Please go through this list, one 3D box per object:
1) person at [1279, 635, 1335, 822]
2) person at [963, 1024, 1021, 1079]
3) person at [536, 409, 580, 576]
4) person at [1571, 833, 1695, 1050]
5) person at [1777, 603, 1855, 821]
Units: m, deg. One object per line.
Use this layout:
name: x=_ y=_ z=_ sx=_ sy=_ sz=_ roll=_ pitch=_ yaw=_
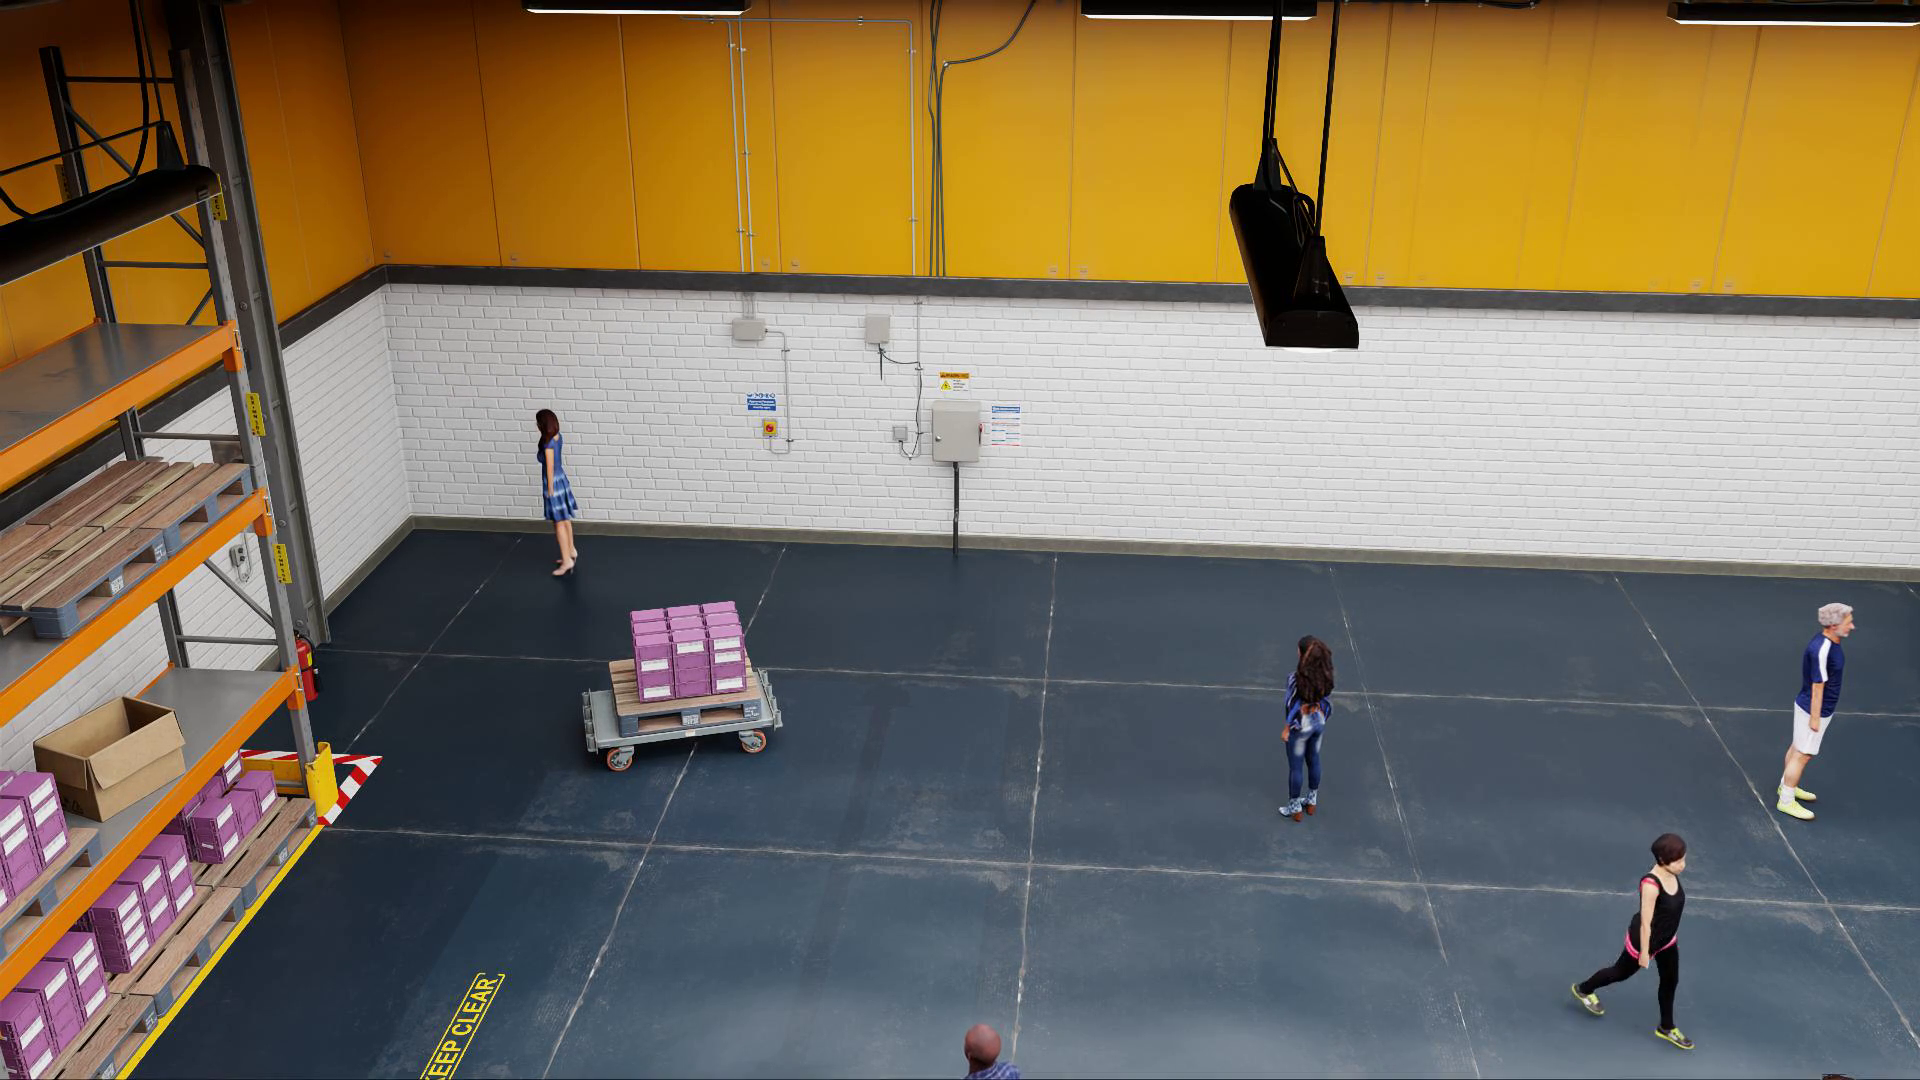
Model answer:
person: x=2.739 y=1.479 z=13.202 sx=0.692 sy=1.615 sz=0.722 roll=-13 pitch=27 yaw=-27
person: x=0.132 y=3.298 z=8.787 sx=0.759 sy=1.818 sz=0.822 roll=-19 pitch=30 yaw=-36
person: x=-4.273 y=-0.517 z=17.536 sx=0.764 sy=1.802 sz=0.558 roll=-1 pitch=24 yaw=-3
person: x=4.425 y=2.558 z=10.855 sx=1.031 sy=1.519 sz=1.014 roll=21 pitch=31 yaw=40
person: x=6.824 y=1.322 z=13.282 sx=0.773 sy=1.839 sz=0.638 roll=12 pitch=26 yaw=26
